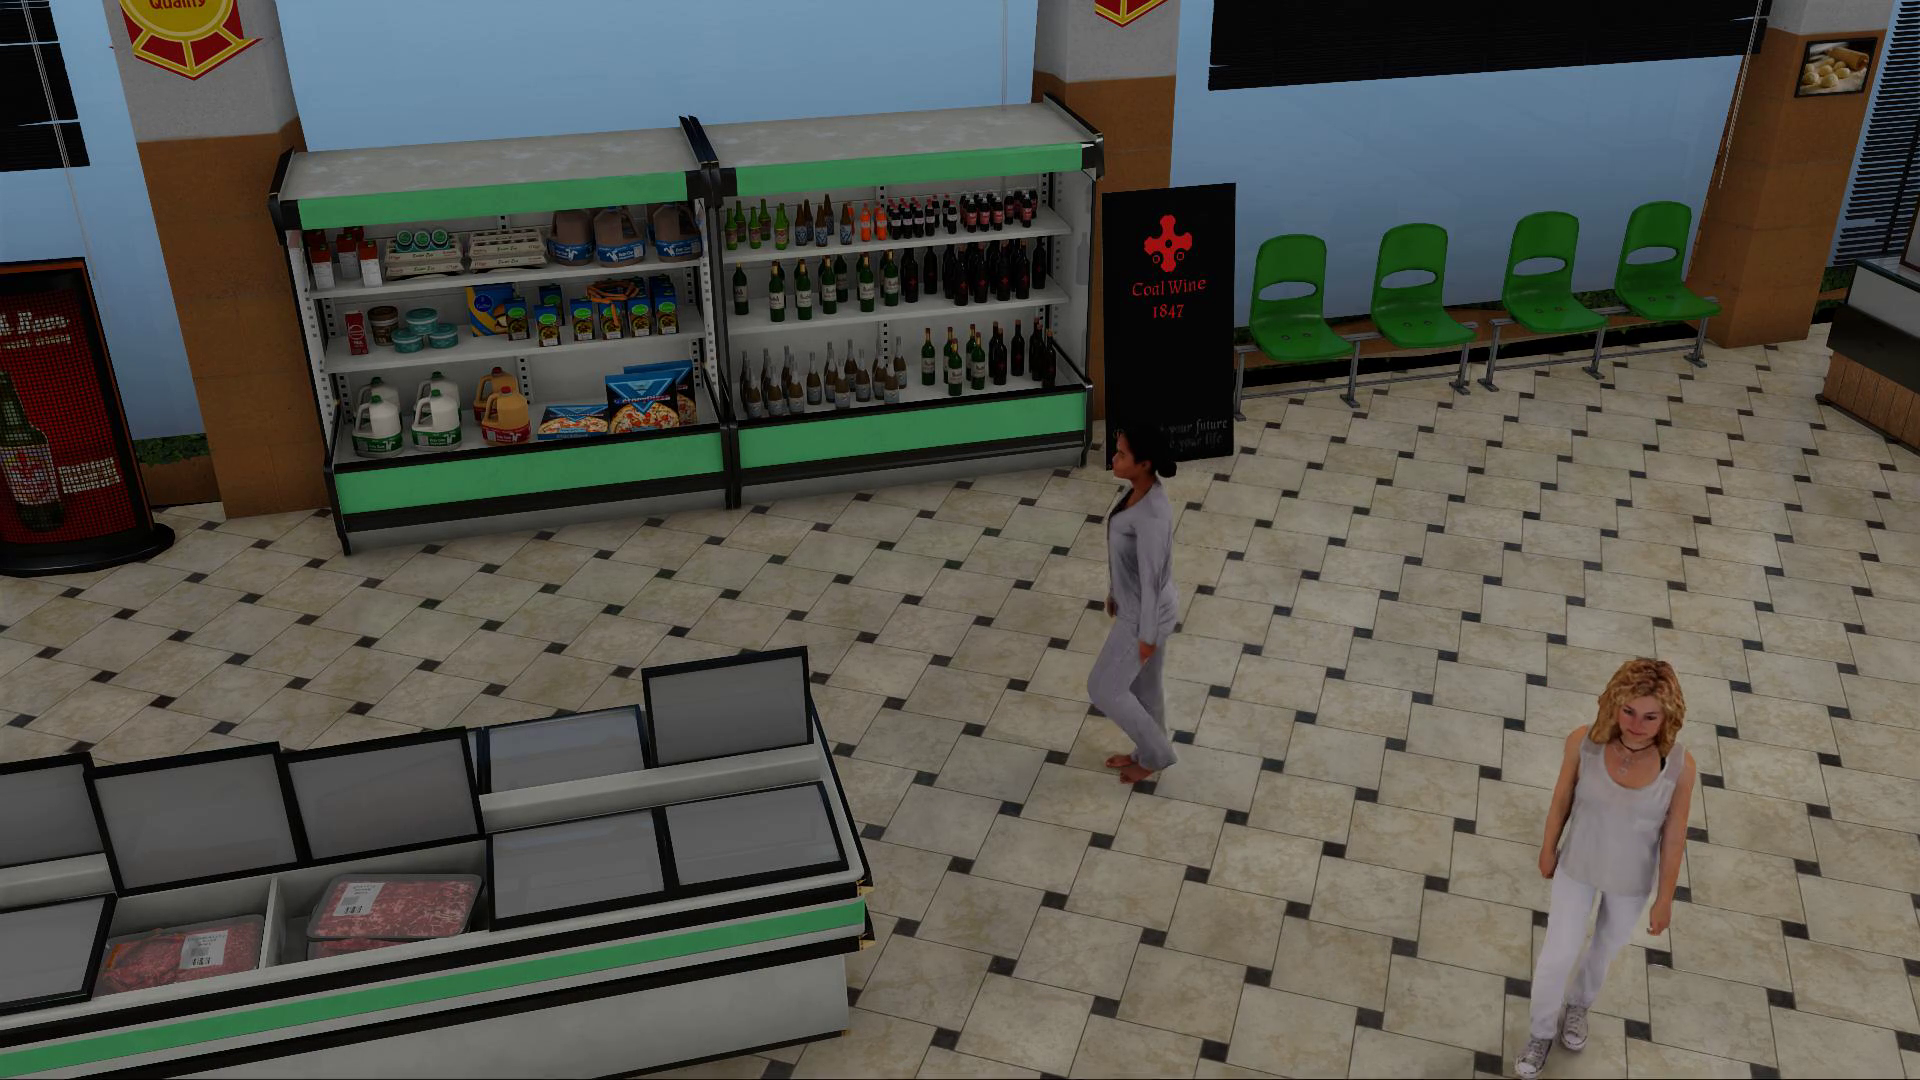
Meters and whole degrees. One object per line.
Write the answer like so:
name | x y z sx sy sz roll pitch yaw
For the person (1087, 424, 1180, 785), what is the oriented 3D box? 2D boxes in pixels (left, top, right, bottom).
person | 0.871 0.301 7.179 0.752 1.724 0.726 2 29 3

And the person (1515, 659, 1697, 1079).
person | 2.278 1.090 5.807 0.801 1.654 0.849 10 30 18
